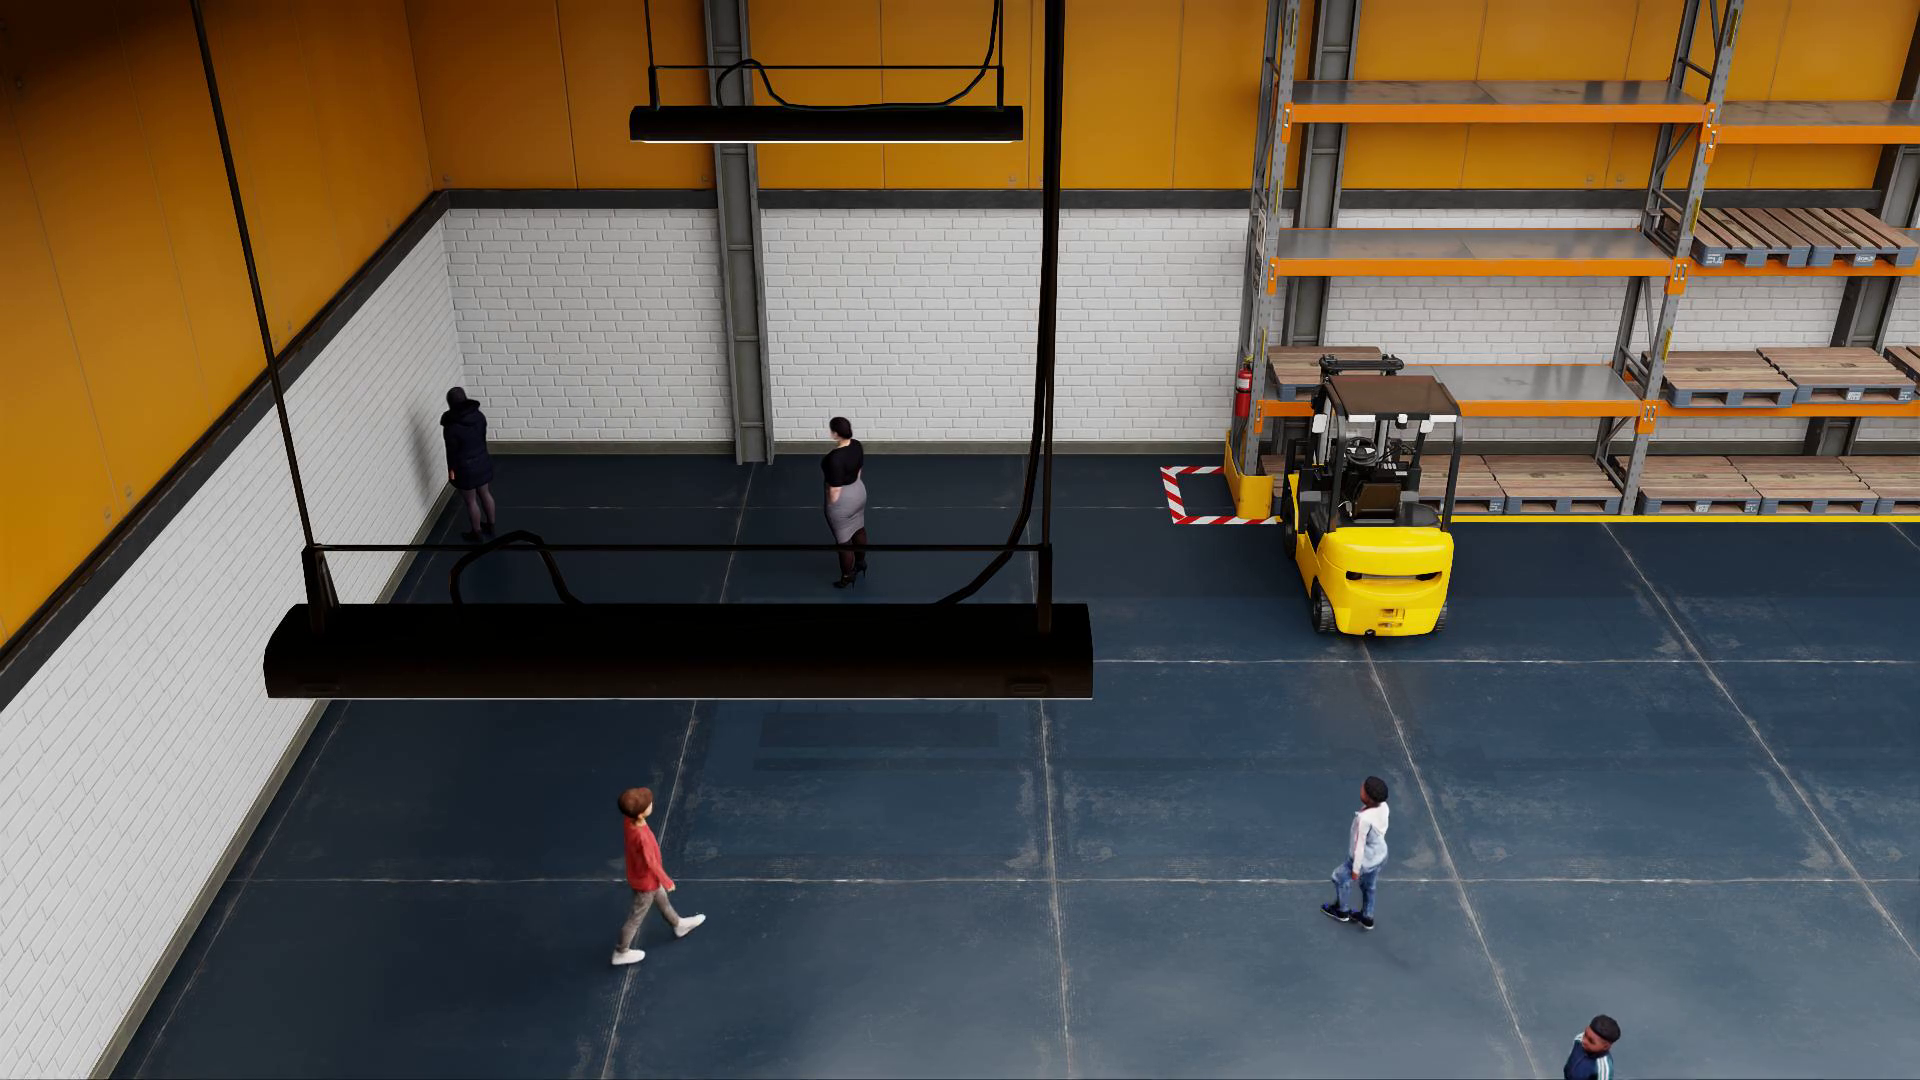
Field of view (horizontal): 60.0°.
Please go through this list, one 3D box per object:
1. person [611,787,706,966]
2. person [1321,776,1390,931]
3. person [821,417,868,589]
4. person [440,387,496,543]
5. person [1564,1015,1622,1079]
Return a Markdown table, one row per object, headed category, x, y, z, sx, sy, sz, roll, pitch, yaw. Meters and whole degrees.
| category | x | y | z | sx | sy | sz | roll | pitch | yaw |
| --- | --- | --- | --- | --- | --- | --- | --- | --- | --- |
| person | -2.215 | 2.318 | 11.299 | 1.004 | 1.383 | 0.770 | -12 | 31 | -21 |
| person | 2.879 | 2.222 | 11.620 | 0.658 | 1.244 | 0.715 | -23 | 36 | -36 |
| person | -1.074 | -0.366 | 15.828 | 0.777 | 1.757 | 0.766 | 14 | 32 | 24 |
| person | -4.908 | -0.770 | 16.655 | 0.827 | 1.673 | 0.793 | 17 | 33 | 28 |
| person | 3.709 | 3.251 | 9.731 | 0.630 | 1.247 | 0.539 | -3 | 29 | -6 |
